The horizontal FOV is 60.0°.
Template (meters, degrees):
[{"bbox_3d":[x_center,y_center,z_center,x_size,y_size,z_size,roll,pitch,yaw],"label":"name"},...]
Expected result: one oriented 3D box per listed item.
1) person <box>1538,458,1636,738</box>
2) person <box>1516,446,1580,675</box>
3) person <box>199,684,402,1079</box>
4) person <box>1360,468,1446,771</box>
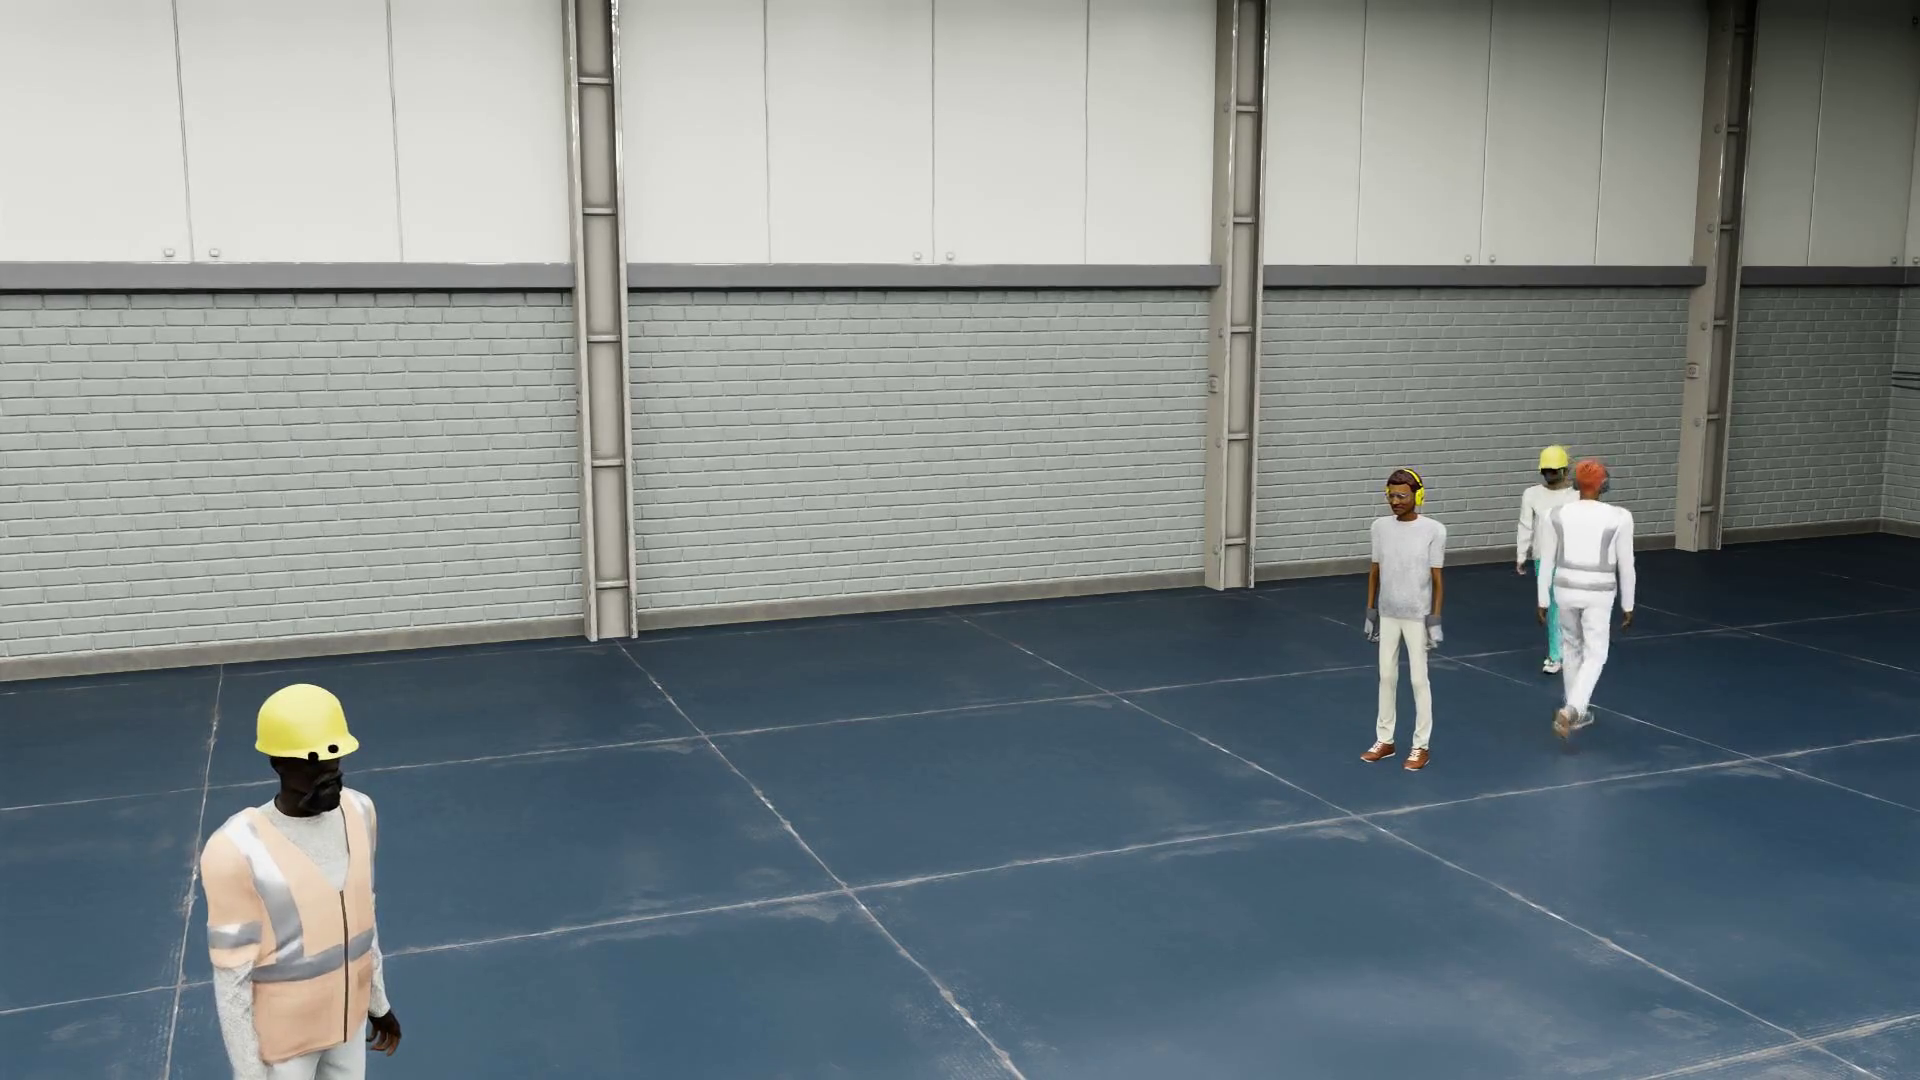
[{"bbox_3d":[4.060,0.397,10.843,0.603,1.858,0.843,6,11,34],"label":"person"},{"bbox_3d":[4.509,0.154,12.698,0.528,1.728,0.825,8,12,40],"label":"person"},{"bbox_3d":[-1.803,1.341,4.647,0.375,1.929,0.585,4,10,23],"label":"person"},{"bbox_3d":[2.734,0.483,10.259,0.511,1.861,0.312,7,11,38],"label":"person"}]
